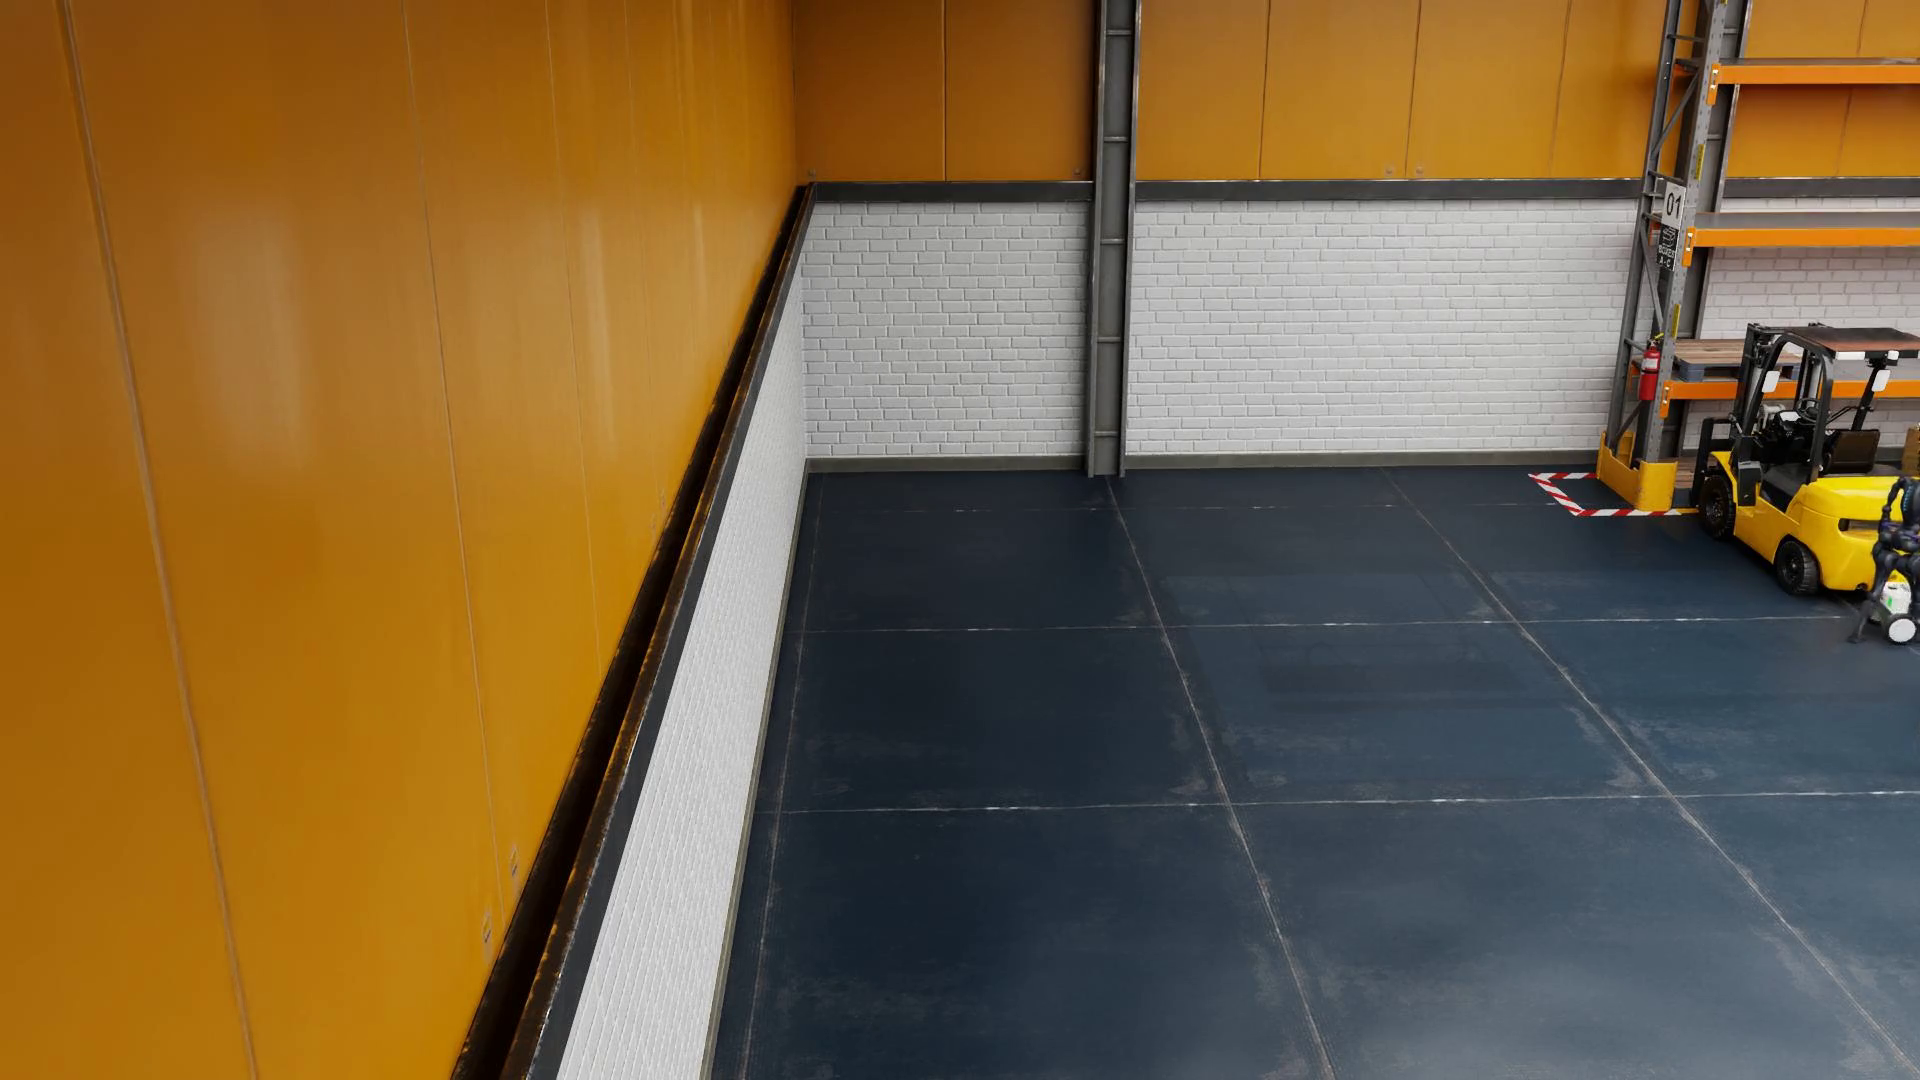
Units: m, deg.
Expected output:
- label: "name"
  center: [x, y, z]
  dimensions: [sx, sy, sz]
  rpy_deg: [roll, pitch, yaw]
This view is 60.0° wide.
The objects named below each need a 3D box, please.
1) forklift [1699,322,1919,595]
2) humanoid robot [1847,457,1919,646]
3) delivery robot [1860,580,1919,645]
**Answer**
- label: "forklift"
  center: [7.809, -0.792, 14.926]
  dimensions: [1.214, 2.155, 2.313]
  rpy_deg: [-1, 20, -2]
- label: "humanoid robot"
  center: [7.589, 0.068, 13.371]
  dimensions: [0.597, 1.640, 0.605]
  rpy_deg: [-8, 22, -20]
- label: "delivery robot"
  center: [7.891, 0.541, 13.651]
  dimensions: [0.766, 0.579, 0.499]
  rpy_deg: [2, 20, 5]
